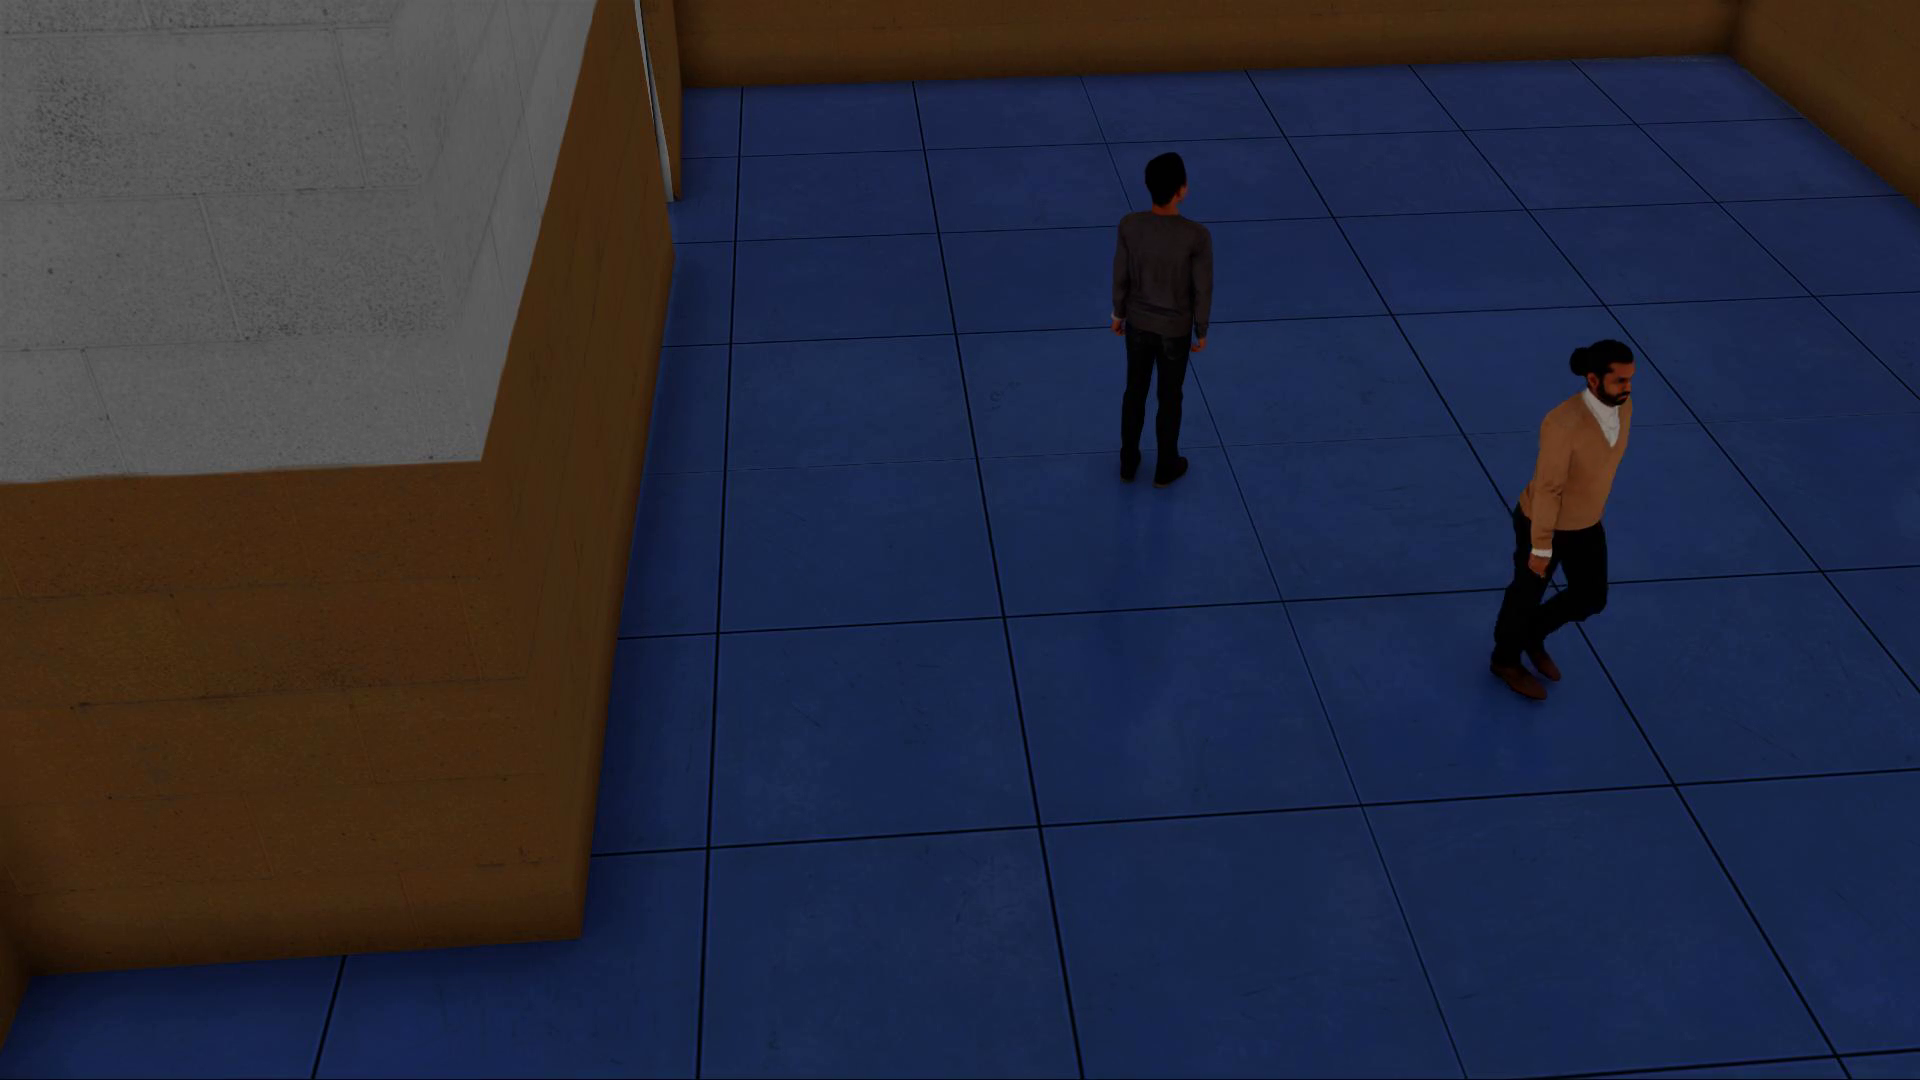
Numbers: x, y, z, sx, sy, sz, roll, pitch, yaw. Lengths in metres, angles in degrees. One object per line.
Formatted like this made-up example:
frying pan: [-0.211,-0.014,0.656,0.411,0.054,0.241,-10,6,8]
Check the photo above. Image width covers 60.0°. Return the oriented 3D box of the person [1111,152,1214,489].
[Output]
person: [0.970,-1.059,8.216,0.628,1.765,0.776,-13,39,-17]

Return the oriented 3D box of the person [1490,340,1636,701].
person: [2.456,-0.104,6.957,0.711,1.744,0.827,-20,41,-25]
